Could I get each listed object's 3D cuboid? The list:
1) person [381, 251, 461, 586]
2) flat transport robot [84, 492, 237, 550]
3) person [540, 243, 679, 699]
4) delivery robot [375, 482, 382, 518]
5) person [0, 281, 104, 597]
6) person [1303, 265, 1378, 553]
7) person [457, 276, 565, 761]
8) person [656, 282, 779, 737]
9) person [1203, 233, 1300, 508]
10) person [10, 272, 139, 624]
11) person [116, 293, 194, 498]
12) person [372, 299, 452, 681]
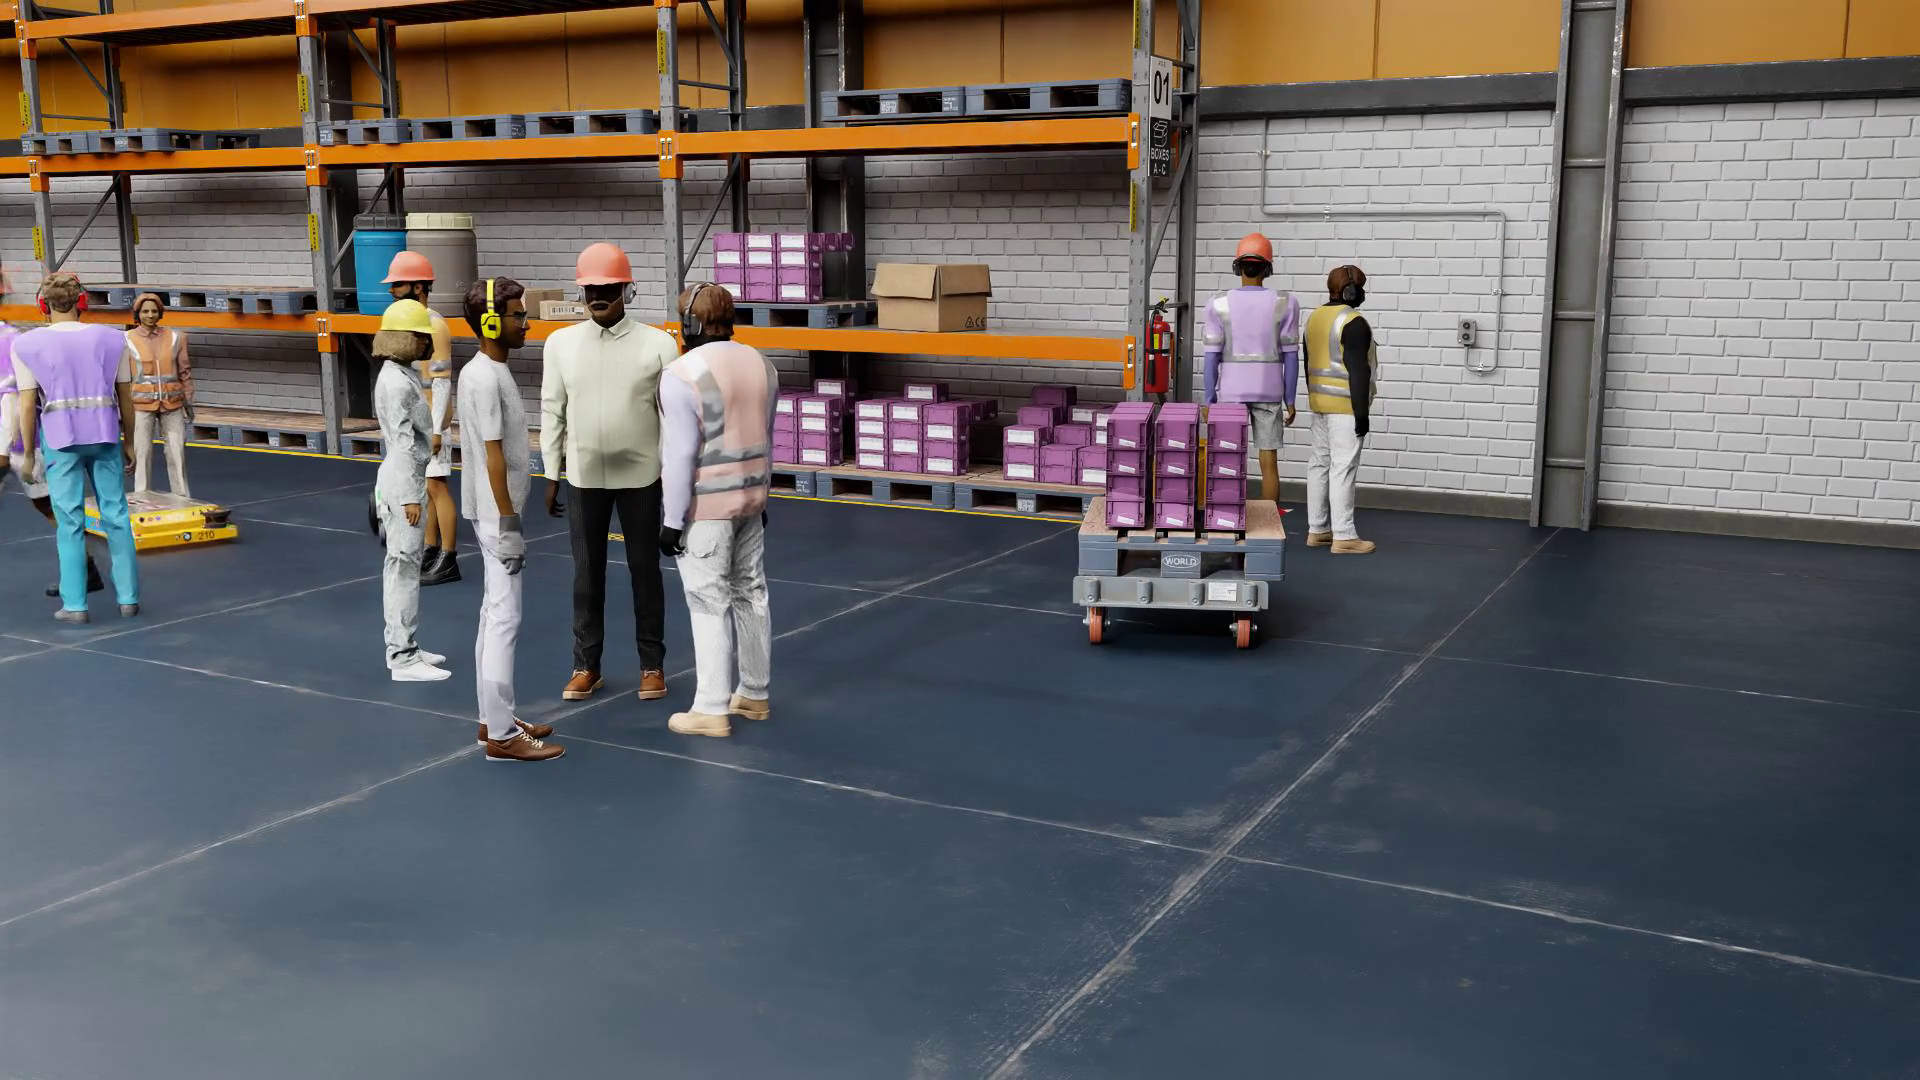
[{"bbox_3d":[-3.147,-0.701,9.700,0.356,1.938,0.543,-8,13,-38],"label":"person"},{"bbox_3d":[-5.537,-0.153,11.267,1.431,0.197,0.652,9,14,42],"label":"flat transport robot"},{"bbox_3d":[-1.519,-0.287,7.271,0.622,1.994,0.381,0,10,-2],"label":"person"},{"bbox_3d":[-3.746,-0.332,11.211,0.477,0.478,0.707,-3,11,-16],"label":"delivery robot"},{"bbox_3d":[-5.265,-0.560,9.117,0.556,1.874,1.008,8,13,37],"label":"person"},{"bbox_3d":[2.463,-0.841,10.727,0.429,1.845,0.620,-4,11,-19],"label":"person"},{"bbox_3d":[-1.763,-0.077,6.462,0.328,1.872,0.512,-4,11,-20],"label":"person"},{"bbox_3d":[-1.006,-0.122,6.790,0.430,1.843,0.625,7,12,33],"label":"person"},{"bbox_3d":[1.861,-0.932,10.670,0.605,2.045,0.385,2,11,10],"label":"person"},{"bbox_3d":[-4.608,-0.472,8.717,0.563,1.838,0.391,-9,14,-40],"label":"person"},{"bbox_3d":[-5.720,-0.935,11.829,0.509,1.627,0.323,-9,13,-40],"label":"person"},{"bbox_3d":[-2.525,-0.229,7.652,0.315,1.740,0.492,-4,11,-20],"label":"person"}]
